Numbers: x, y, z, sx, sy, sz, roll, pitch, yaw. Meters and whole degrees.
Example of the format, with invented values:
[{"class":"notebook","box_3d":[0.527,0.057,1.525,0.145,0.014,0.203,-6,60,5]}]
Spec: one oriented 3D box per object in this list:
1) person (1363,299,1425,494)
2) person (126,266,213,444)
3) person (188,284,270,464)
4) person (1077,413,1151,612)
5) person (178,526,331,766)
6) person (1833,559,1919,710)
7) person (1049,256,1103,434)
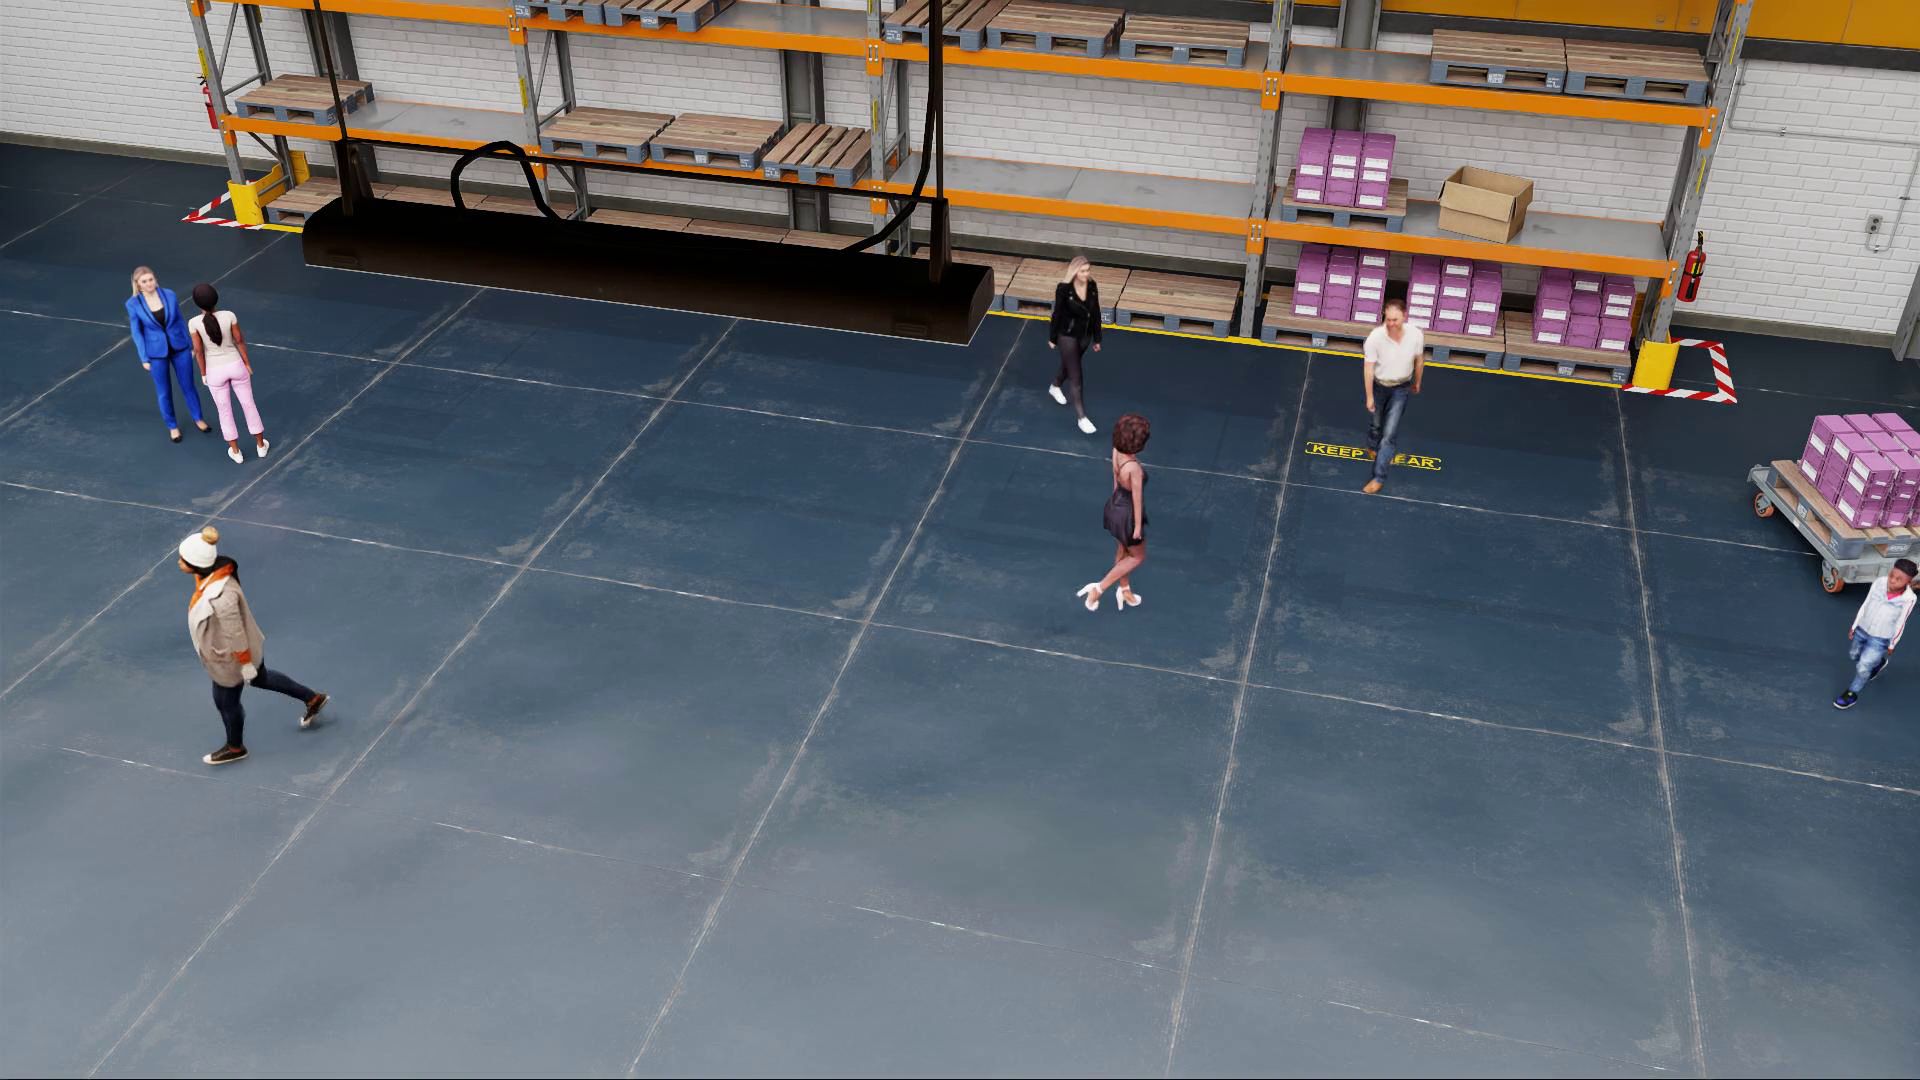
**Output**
[{"class":"person","box_3d":[3.801,-1.362,14.670,1.008,1.793,0.737,4,34,6]},{"class":"person","box_3d":[-7.304,-1.732,15.310,0.710,1.700,0.729,-26,41,-33]},{"class":"person","box_3d":[-6.592,-1.510,14.940,0.651,1.742,0.711,-18,37,-25]},{"class":"person","box_3d":[1.204,-0.152,12.866,0.925,1.775,0.831,-13,36,-19]},{"class":"person","box_3d":[-4.935,0.689,11.522,1.247,1.862,1.147,-14,36,-20]},{"class":"person","box_3d":[6.734,0.641,12.148,0.843,1.249,0.762,-16,37,-23]},{"class":"person","box_3d":[1.041,-1.912,15.646,1.153,1.628,1.173,-15,36,-21]}]
